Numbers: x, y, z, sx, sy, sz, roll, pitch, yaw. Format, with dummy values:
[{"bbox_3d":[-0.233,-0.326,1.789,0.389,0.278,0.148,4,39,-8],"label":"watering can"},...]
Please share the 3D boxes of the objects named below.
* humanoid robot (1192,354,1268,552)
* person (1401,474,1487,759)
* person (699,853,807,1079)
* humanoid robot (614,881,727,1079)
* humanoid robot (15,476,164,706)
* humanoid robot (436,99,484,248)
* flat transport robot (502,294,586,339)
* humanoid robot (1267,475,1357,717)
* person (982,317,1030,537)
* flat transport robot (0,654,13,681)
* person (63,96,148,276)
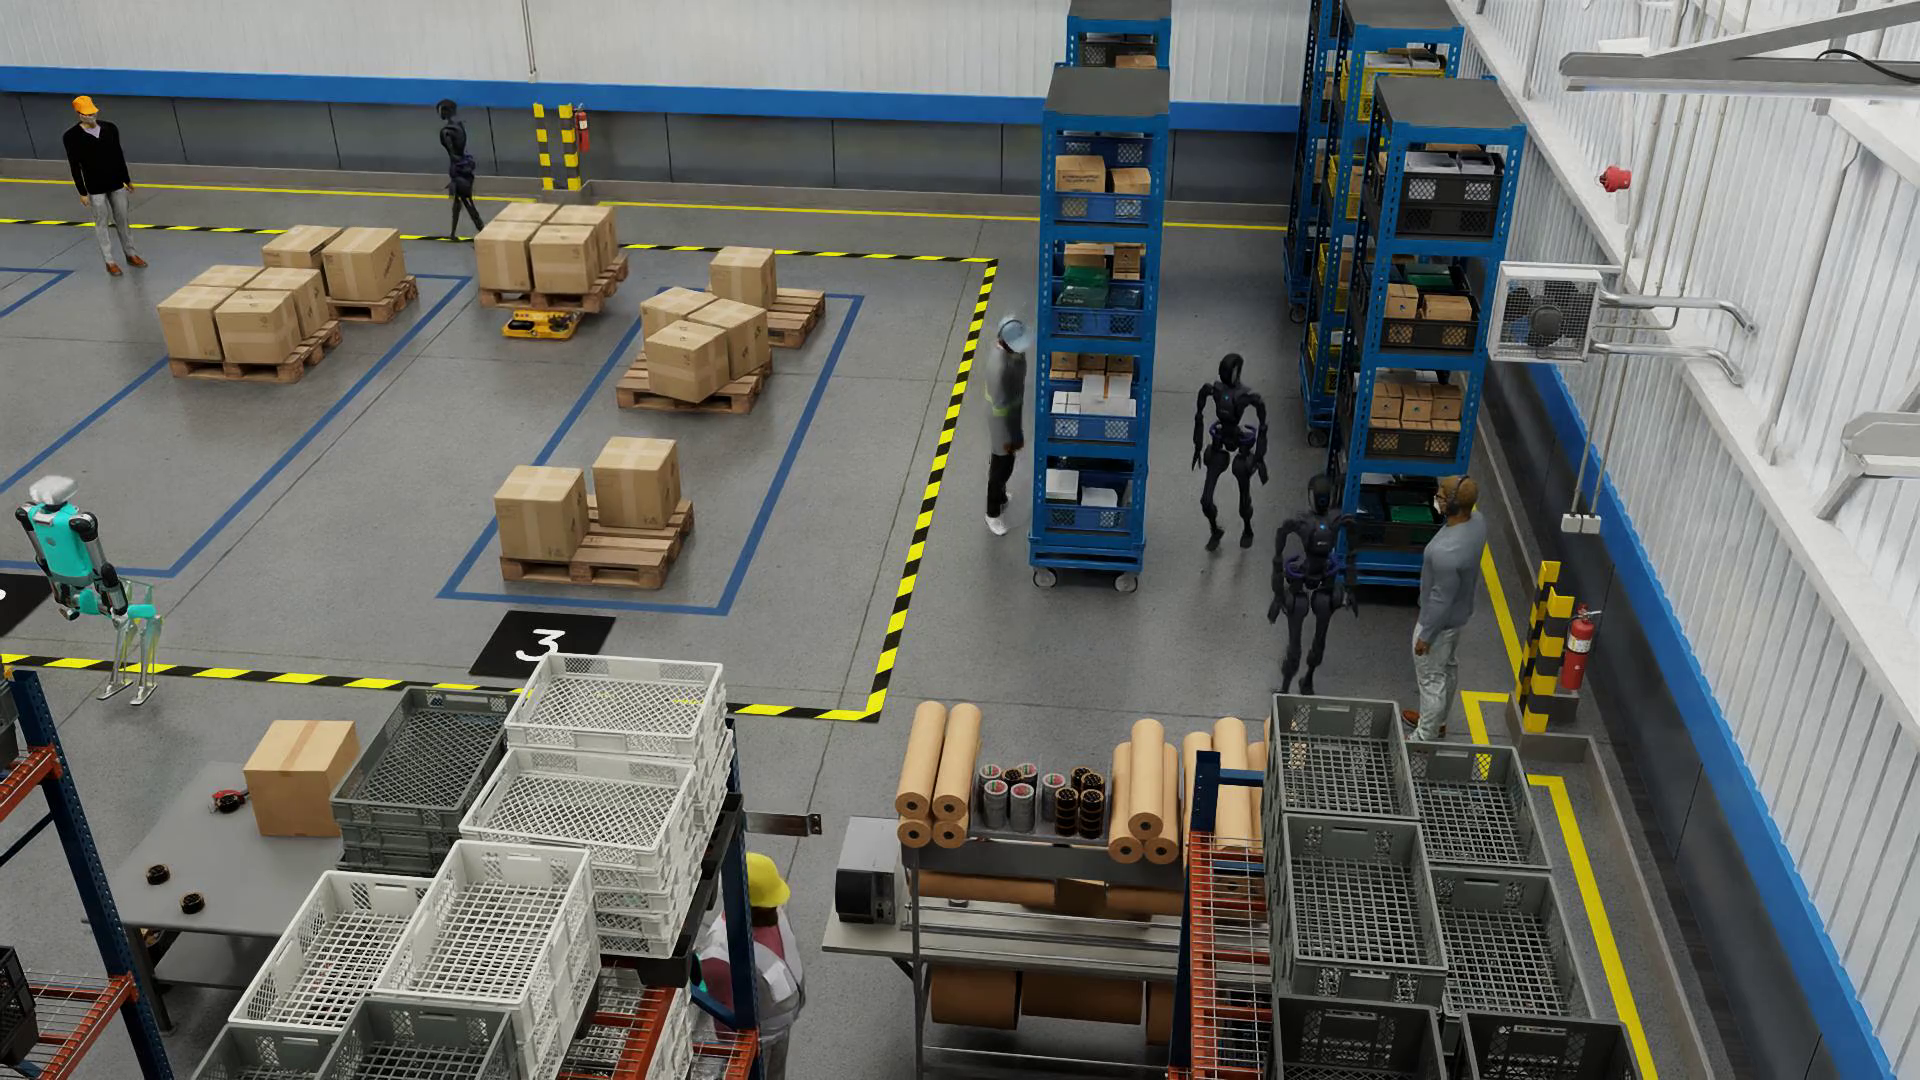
[{"bbox_3d":[2.042,-0.676,12.455,0.613,1.626,0.512,15,33,24],"label":"humanoid robot"},{"bbox_3d":[2.949,0.467,10.211,0.357,1.937,0.636,17,34,27],"label":"person"},{"bbox_3d":[-0.889,2.129,7.463,0.404,1.828,0.599,11,32,17],"label":"person"},{"bbox_3d":[-1.273,1.933,7.899,0.743,1.766,0.531,-18,35,-28],"label":"humanoid robot"},{"bbox_3d":[-5.441,0.260,10.635,0.533,1.677,0.735,8,31,14],"label":"humanoid robot"},{"bbox_3d":[-5.505,-3.979,18.131,0.678,1.633,0.610,-2,30,-3],"label":"humanoid robot"},{"bbox_3d":[-4.068,-2.406,16.778,0.652,0.197,1.431,3,30,6],"label":"flat transport robot"},{"bbox_3d":[2.289,0.362,10.655,0.590,1.650,0.463,-4,30,-7],"label":"humanoid robot"},{"bbox_3d":[0.379,-0.946,12.774,0.386,1.811,0.729,7,31,11],"label":"person"},{"bbox_3d":[-7.142,0.969,11.010,1.431,0.231,0.659,3,30,6],"label":"flat transport robot"},{"bbox_3d":[-8.980,-3.727,17.469,0.377,1.883,0.590,20,36,30],"label":"person"}]
